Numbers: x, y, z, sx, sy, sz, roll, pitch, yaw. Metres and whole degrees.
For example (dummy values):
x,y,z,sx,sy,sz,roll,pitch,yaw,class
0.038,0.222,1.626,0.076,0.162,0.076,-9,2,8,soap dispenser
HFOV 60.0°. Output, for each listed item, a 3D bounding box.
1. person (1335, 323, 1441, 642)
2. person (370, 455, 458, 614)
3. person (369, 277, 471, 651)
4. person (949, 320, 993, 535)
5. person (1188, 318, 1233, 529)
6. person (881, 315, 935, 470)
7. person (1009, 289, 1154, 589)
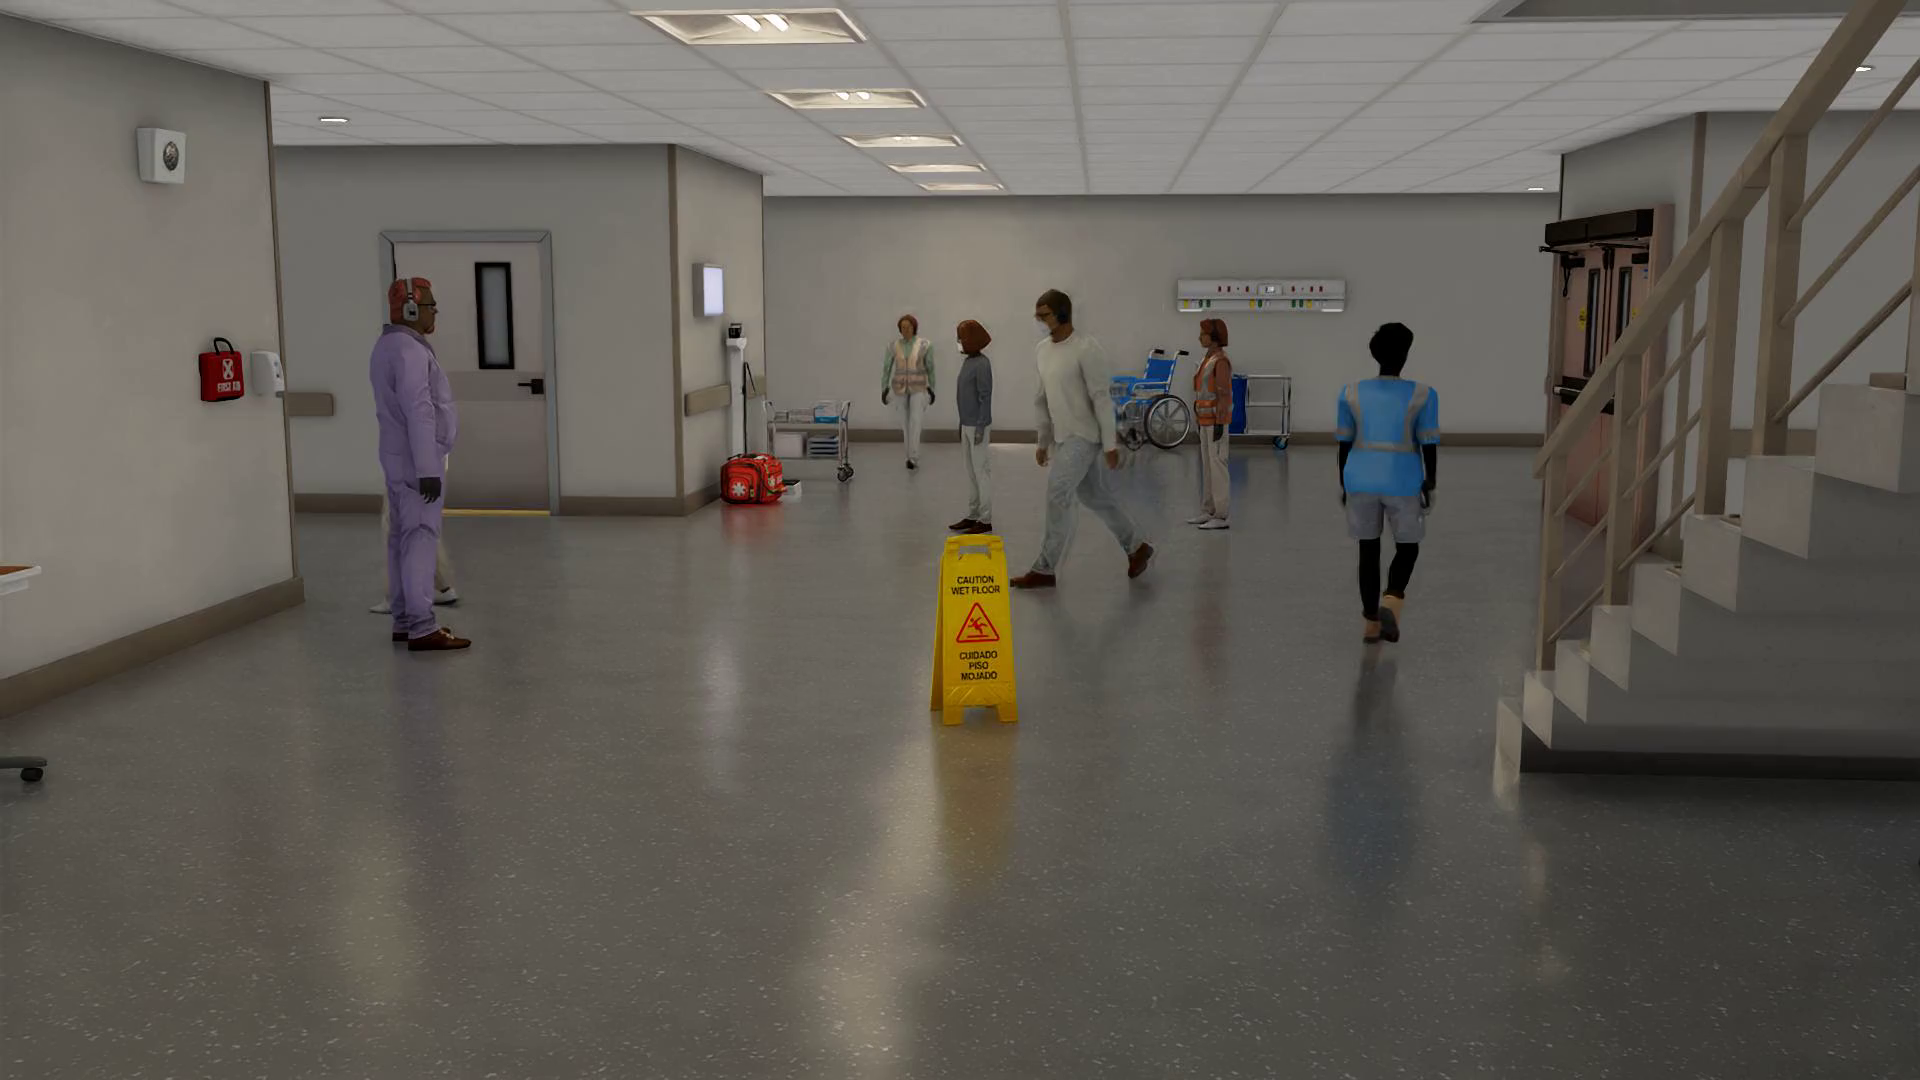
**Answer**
x,y,z,sx,sy,sz,roll,pitch,yaw,class
2.174,-0.272,8.530,0.535,1.682,0.503,4,9,24,person
-3.169,-0.396,9.584,0.393,1.623,0.527,3,9,18,person
-2.782,-0.389,8.560,0.408,1.908,0.646,-5,10,-31,person
0.098,-0.856,12.662,0.279,1.633,0.498,-3,9,-18,person
1.970,-0.903,12.962,0.307,1.639,0.525,-1,8,-6,person
-0.555,-1.523,17.289,0.546,1.593,0.830,2,9,12,person
0.805,-0.638,10.448,1.030,1.875,0.641,-4,9,-26,person
